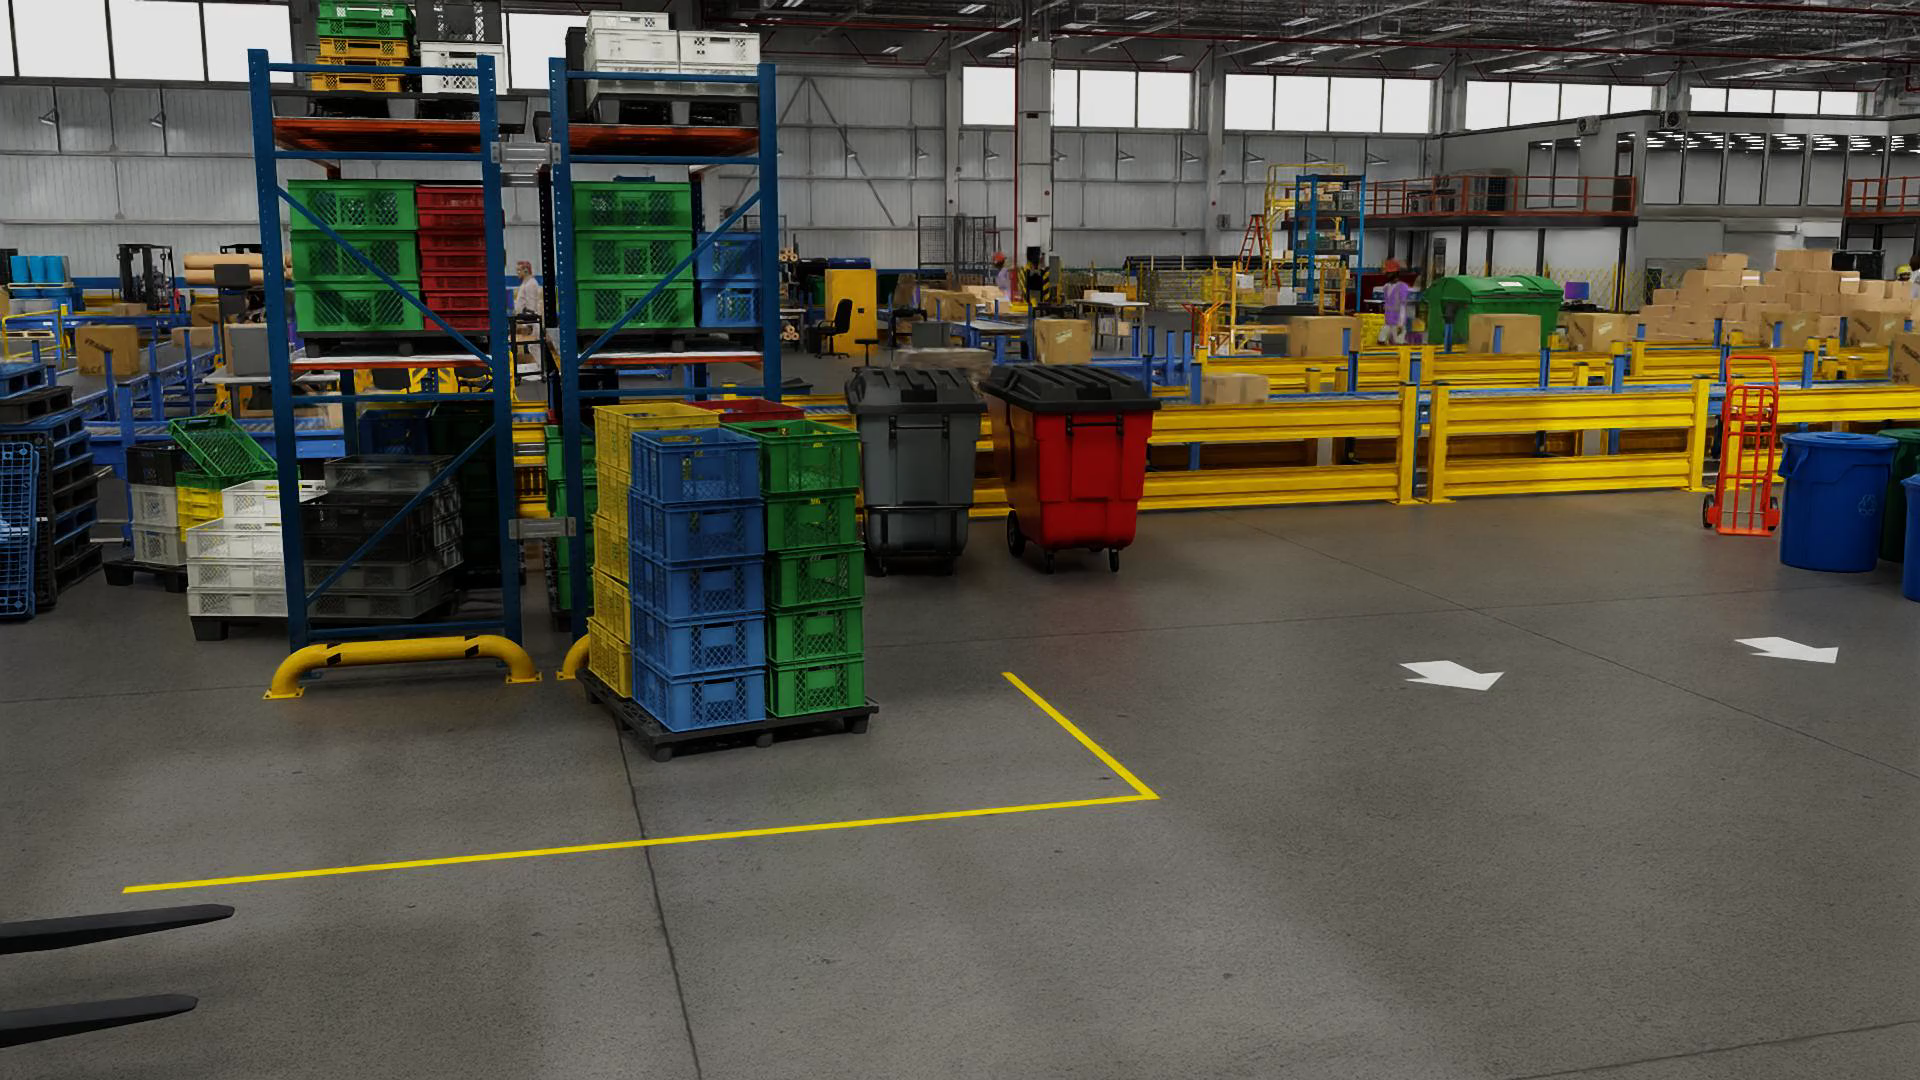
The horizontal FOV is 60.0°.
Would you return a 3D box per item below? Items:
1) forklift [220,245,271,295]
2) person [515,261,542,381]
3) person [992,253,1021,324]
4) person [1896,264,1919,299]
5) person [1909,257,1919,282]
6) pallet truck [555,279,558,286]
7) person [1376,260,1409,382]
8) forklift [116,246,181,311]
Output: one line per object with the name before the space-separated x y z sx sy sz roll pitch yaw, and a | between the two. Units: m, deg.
forklift | -17.749 -6.334 41.440 1.157 1.987 2.680 -3 10 -17
person | -6.861 -3.474 26.420 0.396 1.899 0.644 -3 11 -18
person | 1.039 -5.504 37.693 1.101 1.984 0.614 0 10 0
person | 15.637 -3.660 27.656 0.588 1.829 0.404 1 10 7
person | 23.467 -6.028 40.988 0.798 1.860 0.581 -6 12 -30
pallet truck | -10.604 -6.375 44.520 0.653 1.274 1.630 -3 10 -15
person | 6.658 -3.332 25.560 0.464 1.920 0.563 -5 11 -26
forklift | -19.966 -6.232 40.894 1.157 1.987 2.680 -3 10 -15
